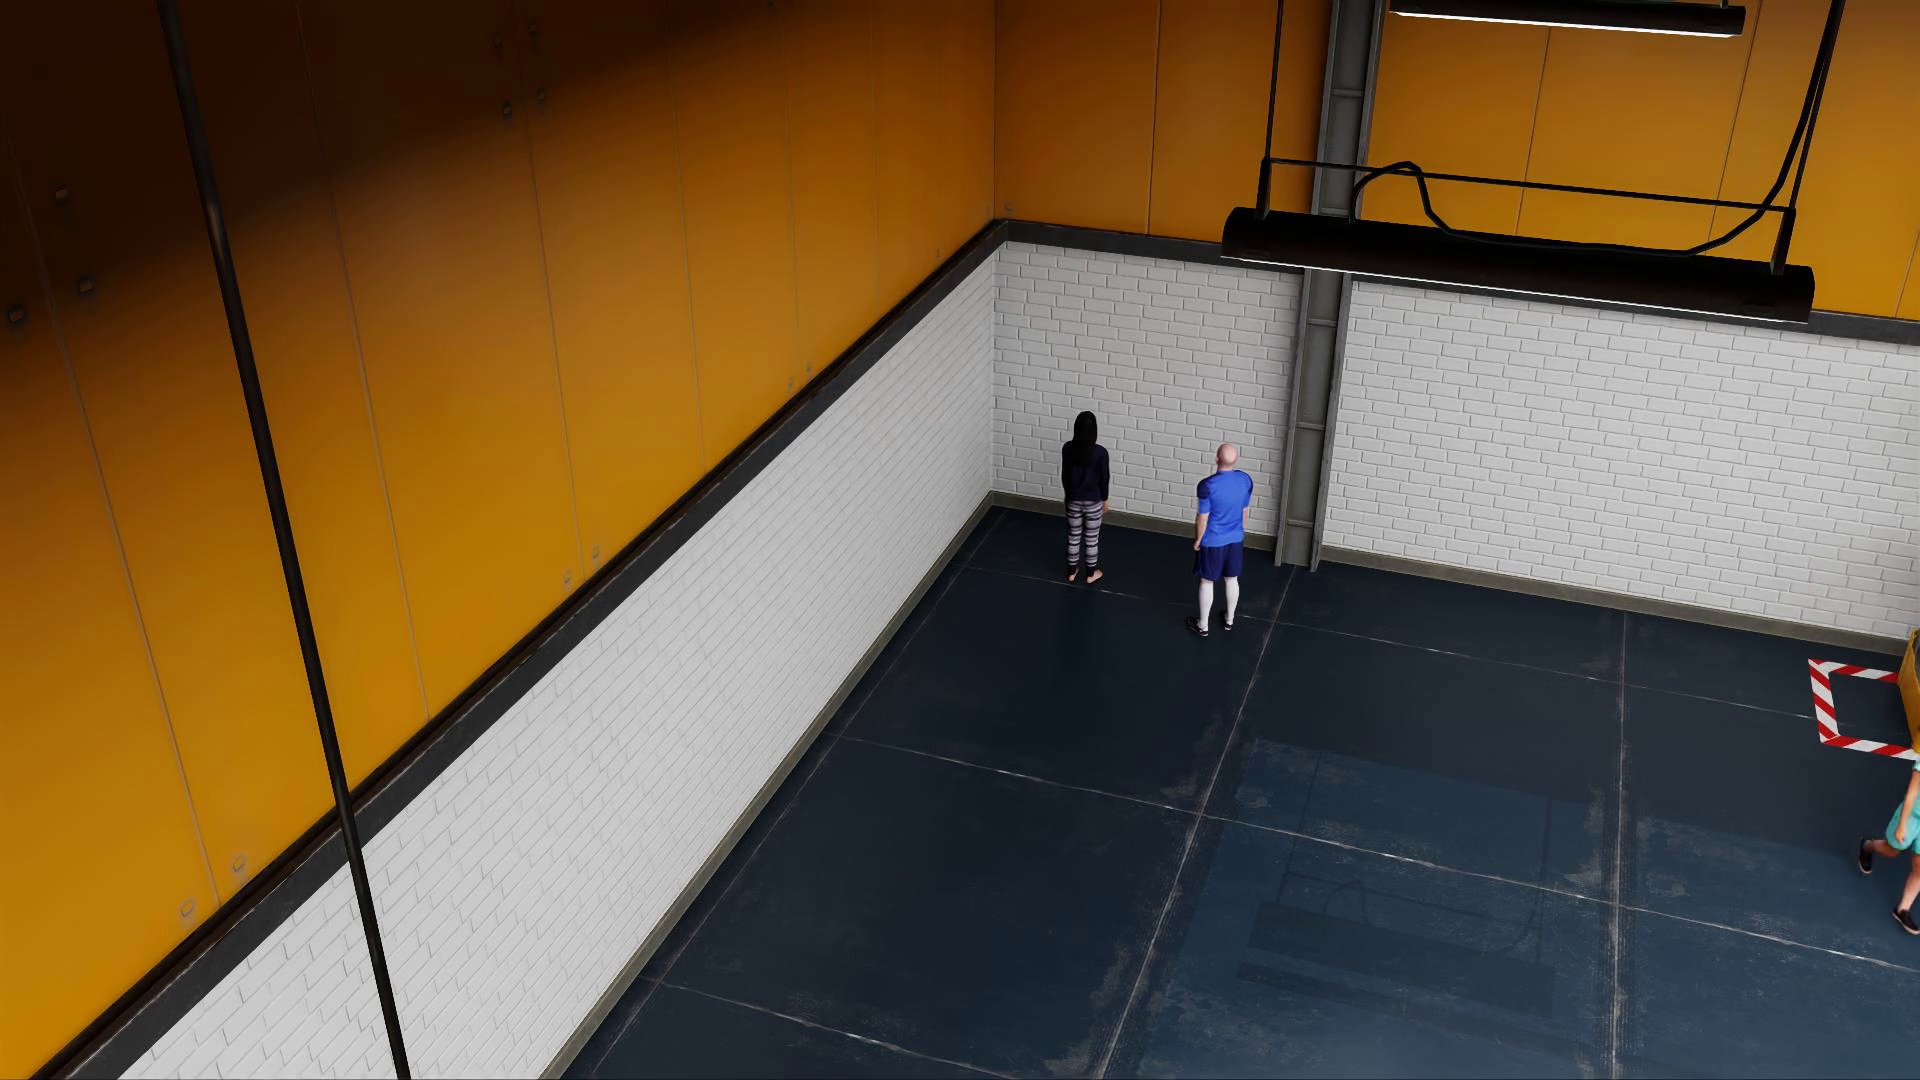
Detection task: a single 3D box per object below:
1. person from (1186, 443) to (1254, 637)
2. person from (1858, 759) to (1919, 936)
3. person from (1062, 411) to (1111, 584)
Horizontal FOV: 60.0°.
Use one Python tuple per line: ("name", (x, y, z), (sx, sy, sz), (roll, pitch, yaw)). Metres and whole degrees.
("person", (2.289, -0.015, 14.608), (0.737, 1.842, 0.816), (-10, 30, -18))
("person", (6.563, 1.883, 11.453), (1.043, 1.530, 0.850), (1, 29, 2))
("person", (1.154, -0.399, 15.424), (0.445, 1.735, 0.658), (10, 30, 18))
